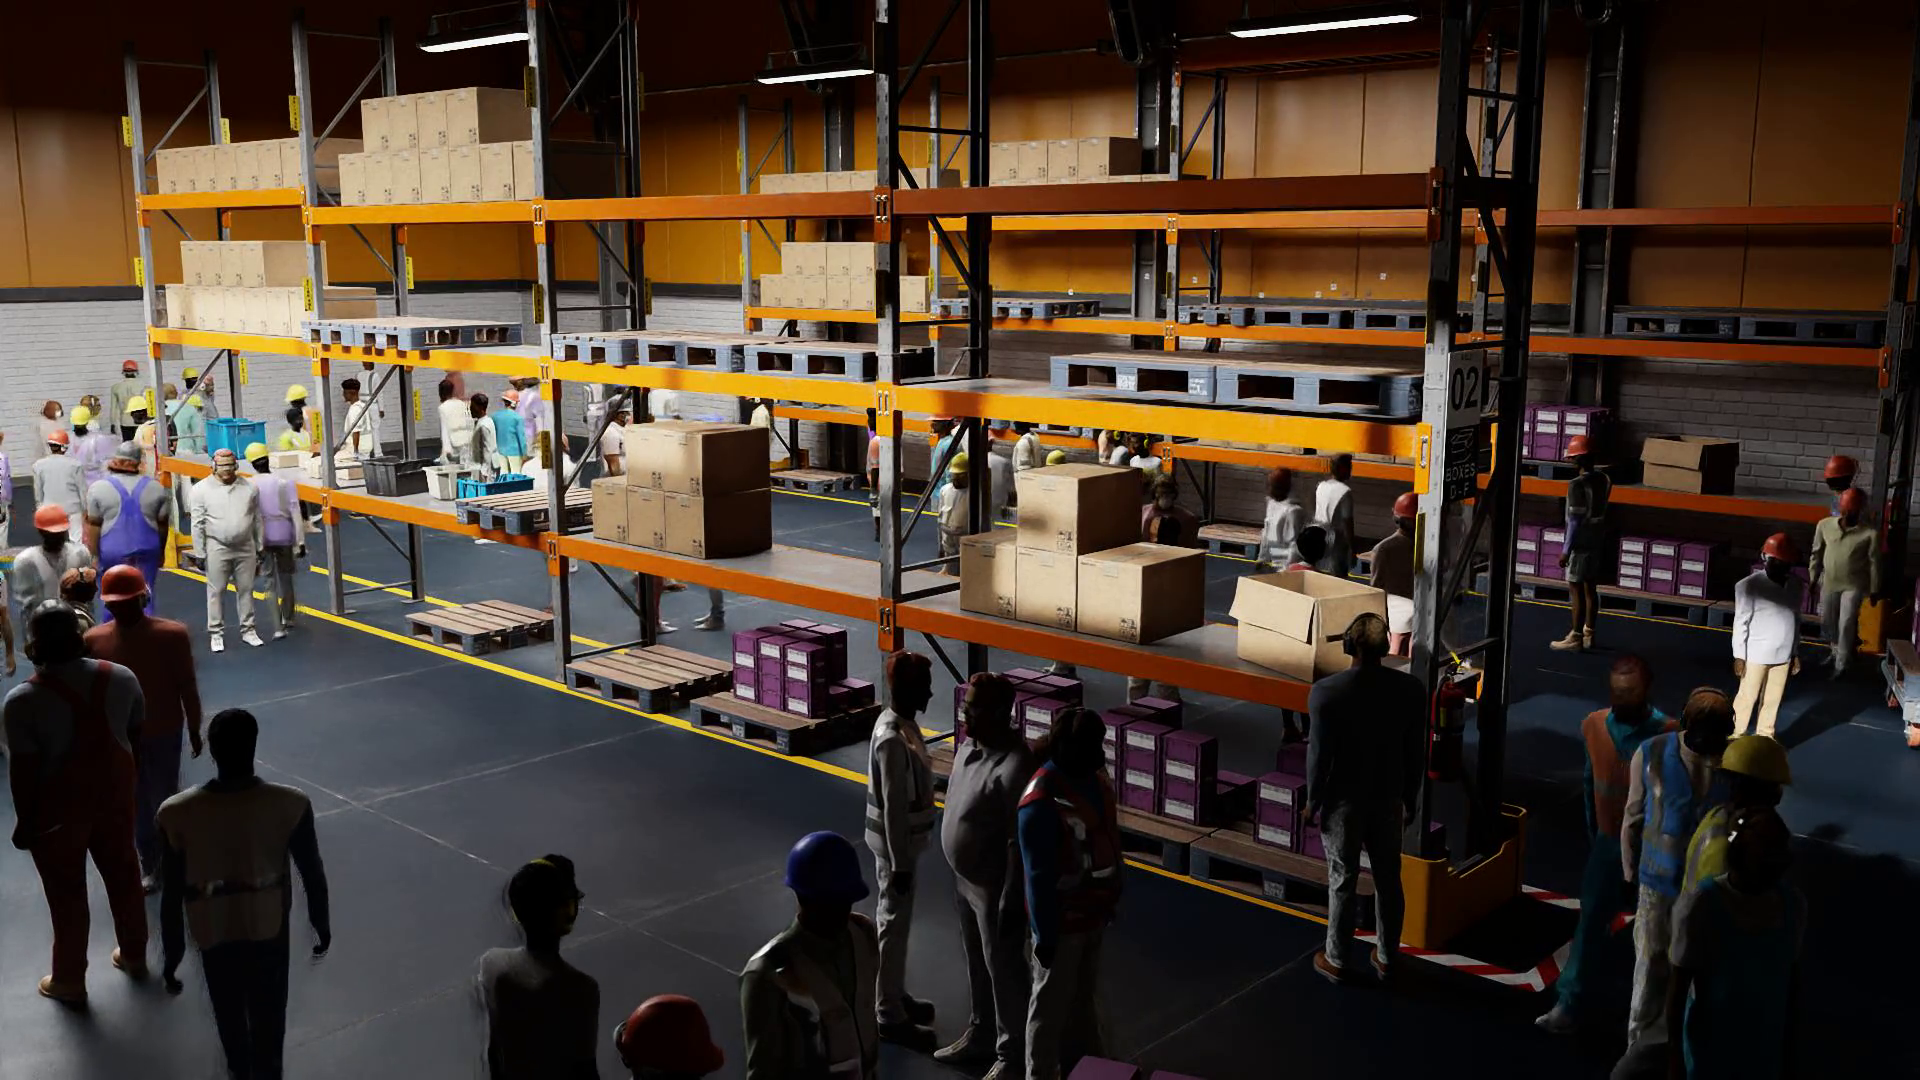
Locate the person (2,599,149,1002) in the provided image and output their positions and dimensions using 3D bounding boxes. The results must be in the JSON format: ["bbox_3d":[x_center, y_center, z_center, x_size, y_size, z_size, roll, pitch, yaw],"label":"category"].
[{"bbox_3d":[-4.489,1.288,8.406,0.536,2.000,0.673,7,12,33],"label":"person"}]

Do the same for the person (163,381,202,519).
[{"bbox_3d":[-10.846,-1.233,23.024,0.654,1.916,0.514,-5,11,-27],"label":"person"}]

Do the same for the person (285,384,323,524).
[{"bbox_3d":[-8.930,-1.187,22.819,0.456,1.924,0.645,2,10,9],"label":"person"}]

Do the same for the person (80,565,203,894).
[{"bbox_3d":[-4.735,1.112,9.585,0.649,1.971,0.587,-2,10,-11],"label":"person"}]

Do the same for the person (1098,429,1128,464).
[{"bbox_3d":[1.873,-0.710,20.025,0.382,1.924,0.594,6,11,29],"label":"person"}]

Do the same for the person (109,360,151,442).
[{"bbox_3d":[-13.139,-1.867,26.408,0.721,1.981,0.418,-2,10,-13],"label":"person"}]

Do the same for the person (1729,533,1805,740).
[{"bbox_3d":[5.819,0.806,11.951,0.573,1.746,0.345,-3,10,-16],"label":"person"}]

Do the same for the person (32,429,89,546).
[{"bbox_3d":[-10.004,-0.366,18.576,0.563,1.751,0.328,-1,10,-7],"label":"person"}]

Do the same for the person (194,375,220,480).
[{"bbox_3d":[-11.099,-1.489,24.543,0.402,1.894,0.649,-3,11,-19],"label":"person"}]

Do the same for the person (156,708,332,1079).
[{"bbox_3d":[-2.998,1.617,7.034,0.631,1.864,1.000,-3,10,-15],"label":"person"}]

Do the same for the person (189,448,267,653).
[{"bbox_3d":[-6.832,0.088,15.582,0.651,1.904,0.401,-9,13,-41],"label":"person"}]

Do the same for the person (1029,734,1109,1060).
[{"bbox_3d":[0.396,1.659,7.587,0.846,1.583,0.503,8,13,37],"label":"person"}]

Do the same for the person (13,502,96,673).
[{"bbox_3d":[-6.632,0.666,12.274,0.414,1.922,0.561,9,13,41],"label":"person"}]

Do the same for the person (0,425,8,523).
[{"bbox_3d":[-10.766,-0.392,18.340,0.607,1.887,0.508,1,10,3],"label":"person"}]

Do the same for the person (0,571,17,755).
[{"bbox_3d":[-7.124,0.798,11.936,0.596,1.794,0.950,-7,12,-36],"label":"person"}]

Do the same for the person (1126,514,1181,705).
[{"bbox_3d":[1.465,0.719,12.235,0.635,1.832,0.429,8,13,38],"label":"person"}]

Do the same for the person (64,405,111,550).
[{"bbox_3d":[-10.459,-0.691,19.996,0.637,1.900,0.597,3,11,18],"label":"person"}]

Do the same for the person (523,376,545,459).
[{"bbox_3d":[-7.212,-2.028,28.039,0.490,1.732,0.320,5,11,27],"label":"person"}]

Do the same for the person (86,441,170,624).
[{"bbox_3d":[-7.687,0.059,15.358,0.704,2.000,0.935,-8,13,-37],"label":"person"}]

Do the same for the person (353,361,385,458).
[{"bbox_3d":[-10.356,-2.313,29.215,0.573,1.883,0.357,5,11,24],"label":"person"}]

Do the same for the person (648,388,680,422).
[{"bbox_3d":[-4.551,-1.699,25.646,0.689,1.930,0.620,6,12,32],"label":"person"}]

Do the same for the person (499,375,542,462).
[{"bbox_3d":[-6.529,-1.603,24.795,0.616,2.024,0.699,1,10,3],"label":"person"}]

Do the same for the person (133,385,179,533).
[{"bbox_3d":[-10.145,-0.929,20.943,0.676,2.000,0.536,10,14,44],"label":"person"}]

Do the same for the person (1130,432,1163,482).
[{"bbox_3d":[1.972,-0.278,17.806,0.329,1.856,0.519,-7,12,-33],"label":"person"}]

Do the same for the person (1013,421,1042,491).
[{"bbox_3d":[0.767,-0.620,19.514,0.382,1.928,0.587,3,10,15],"label":"person"}]

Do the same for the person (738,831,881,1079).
[{"bbox_3d":[-0.445,1.869,5.386,0.392,1.946,0.616,7,12,34],"label":"person"}]

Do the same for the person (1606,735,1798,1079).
[{"bbox_3d":[3.013,1.690,6.644,0.994,1.869,0.625,7,12,36],"label":"person"}]

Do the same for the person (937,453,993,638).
[{"bbox_3d":[0.029,0.064,15.955,0.591,1.826,0.404,6,12,32],"label":"person"}]

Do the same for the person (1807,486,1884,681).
[{"bbox_3d":[7.779,0.360,14.570,0.641,1.721,0.580,-8,13,-37],"label":"person"}]

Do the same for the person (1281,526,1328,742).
[{"bbox_3d":[2.610,0.733,12.517,0.322,1.697,0.534,-4,11,-20],"label":"person"}]

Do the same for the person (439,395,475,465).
[{"bbox_3d":[-7.324,-1.338,24.476,0.666,1.605,0.370,1,10,6],"label":"person"}]

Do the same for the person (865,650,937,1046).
[{"bbox_3d":[-0.276,1.450,7.942,0.349,1.881,0.577,0,10,1],"label":"person"}]
